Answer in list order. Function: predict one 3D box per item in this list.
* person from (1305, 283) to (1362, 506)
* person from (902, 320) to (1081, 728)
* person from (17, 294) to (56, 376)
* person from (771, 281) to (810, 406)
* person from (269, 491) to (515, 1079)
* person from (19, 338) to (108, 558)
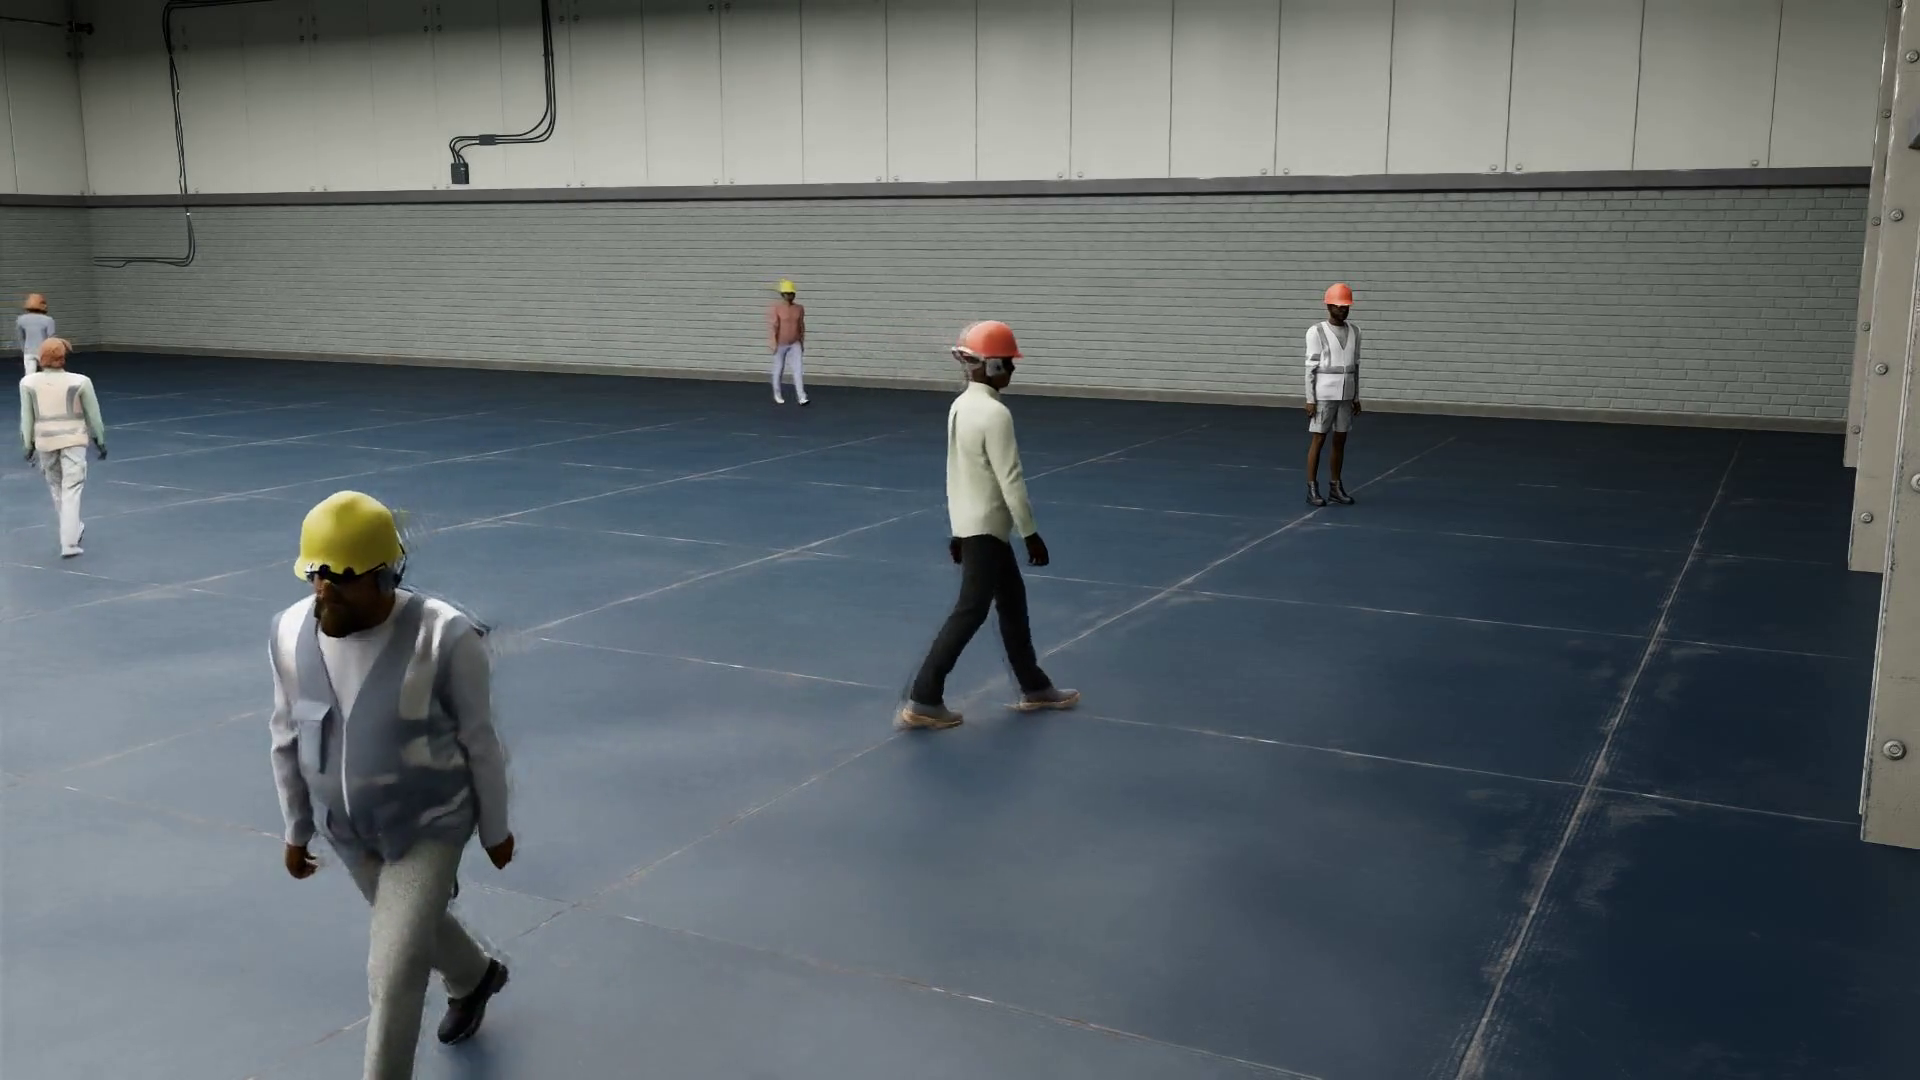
[{"bbox_3d":[3.270,-1.260,14.494,0.553,1.935,0.365,-4,11,-22],"label":"person"},{"bbox_3d":[0.136,-0.073,7.992,0.952,1.955,0.621,-2,11,-13],"label":"person"},{"bbox_3d":[-11.989,-2.399,21.657,0.515,1.588,0.847,-1,10,-3],"label":"person"},{"bbox_3d":[-2.375,-2.722,23.062,0.540,1.717,0.935,-6,12,-29],"label":"person"},{"bbox_3d":[-1.464,0.691,4.395,0.608,1.761,1.031,2,11,13],"label":"person"},{"bbox_3d":[-6.636,-0.700,12.381,0.531,1.595,0.826,-1,10,-6],"label":"person"}]
